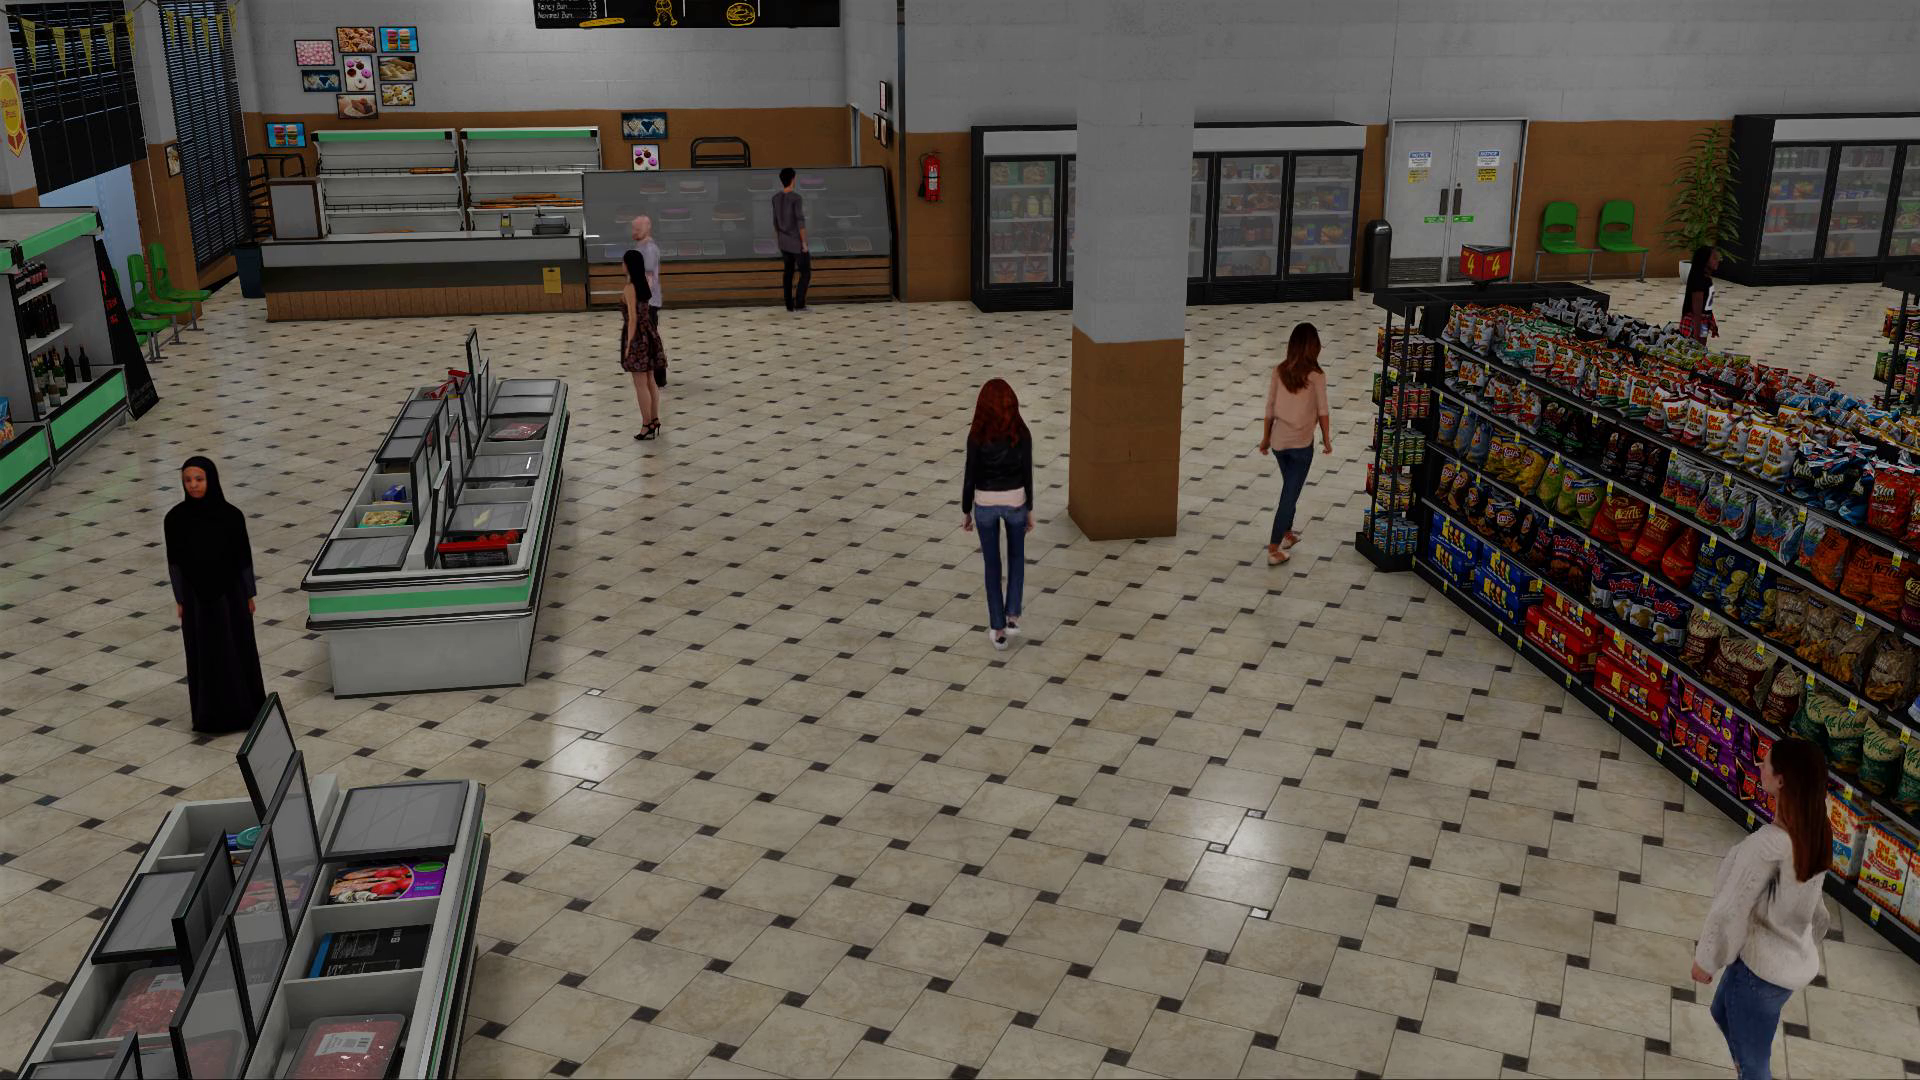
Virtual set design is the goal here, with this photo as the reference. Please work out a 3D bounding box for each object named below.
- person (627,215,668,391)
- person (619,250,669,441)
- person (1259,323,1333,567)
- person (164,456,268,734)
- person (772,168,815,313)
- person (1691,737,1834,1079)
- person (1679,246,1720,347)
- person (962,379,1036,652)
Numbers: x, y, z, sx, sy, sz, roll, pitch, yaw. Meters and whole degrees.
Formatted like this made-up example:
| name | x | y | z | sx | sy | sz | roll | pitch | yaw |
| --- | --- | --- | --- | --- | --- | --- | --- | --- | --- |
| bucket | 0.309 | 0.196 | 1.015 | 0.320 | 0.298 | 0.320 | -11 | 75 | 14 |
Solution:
| name | x | y | z | sx | sy | sz | roll | pitch | yaw |
| --- | --- | --- | --- | --- | --- | --- | --- | --- | --- |
| person | -3.303 | -2.538 | 17.576 | 0.939 | 1.814 | 0.542 | 0 | 19 | 1 |
| person | -2.992 | -1.817 | 15.500 | 0.838 | 1.773 | 0.748 | 5 | 19 | 14 |
| person | 2.375 | -0.662 | 12.095 | 0.908 | 1.760 | 0.881 | -18 | 25 | -42 |
| person | -4.235 | 0.302 | 9.465 | 0.605 | 1.614 | 0.582 | -4 | 19 | -12 |
| person | -2.192 | -3.823 | 21.336 | 0.807 | 1.847 | 0.885 | 15 | 24 | 37 |
| person | 2.879 | 1.507 | 5.789 | 0.720 | 1.681 | 0.745 | -15 | 24 | -37 |
| person | 7.070 | -1.971 | 16.028 | 0.776 | 1.729 | 0.694 | 8 | 20 | 22 |
| person | 0.265 | -0.129 | 10.477 | 0.619 | 1.786 | 0.601 | -2 | 19 | -6 |
